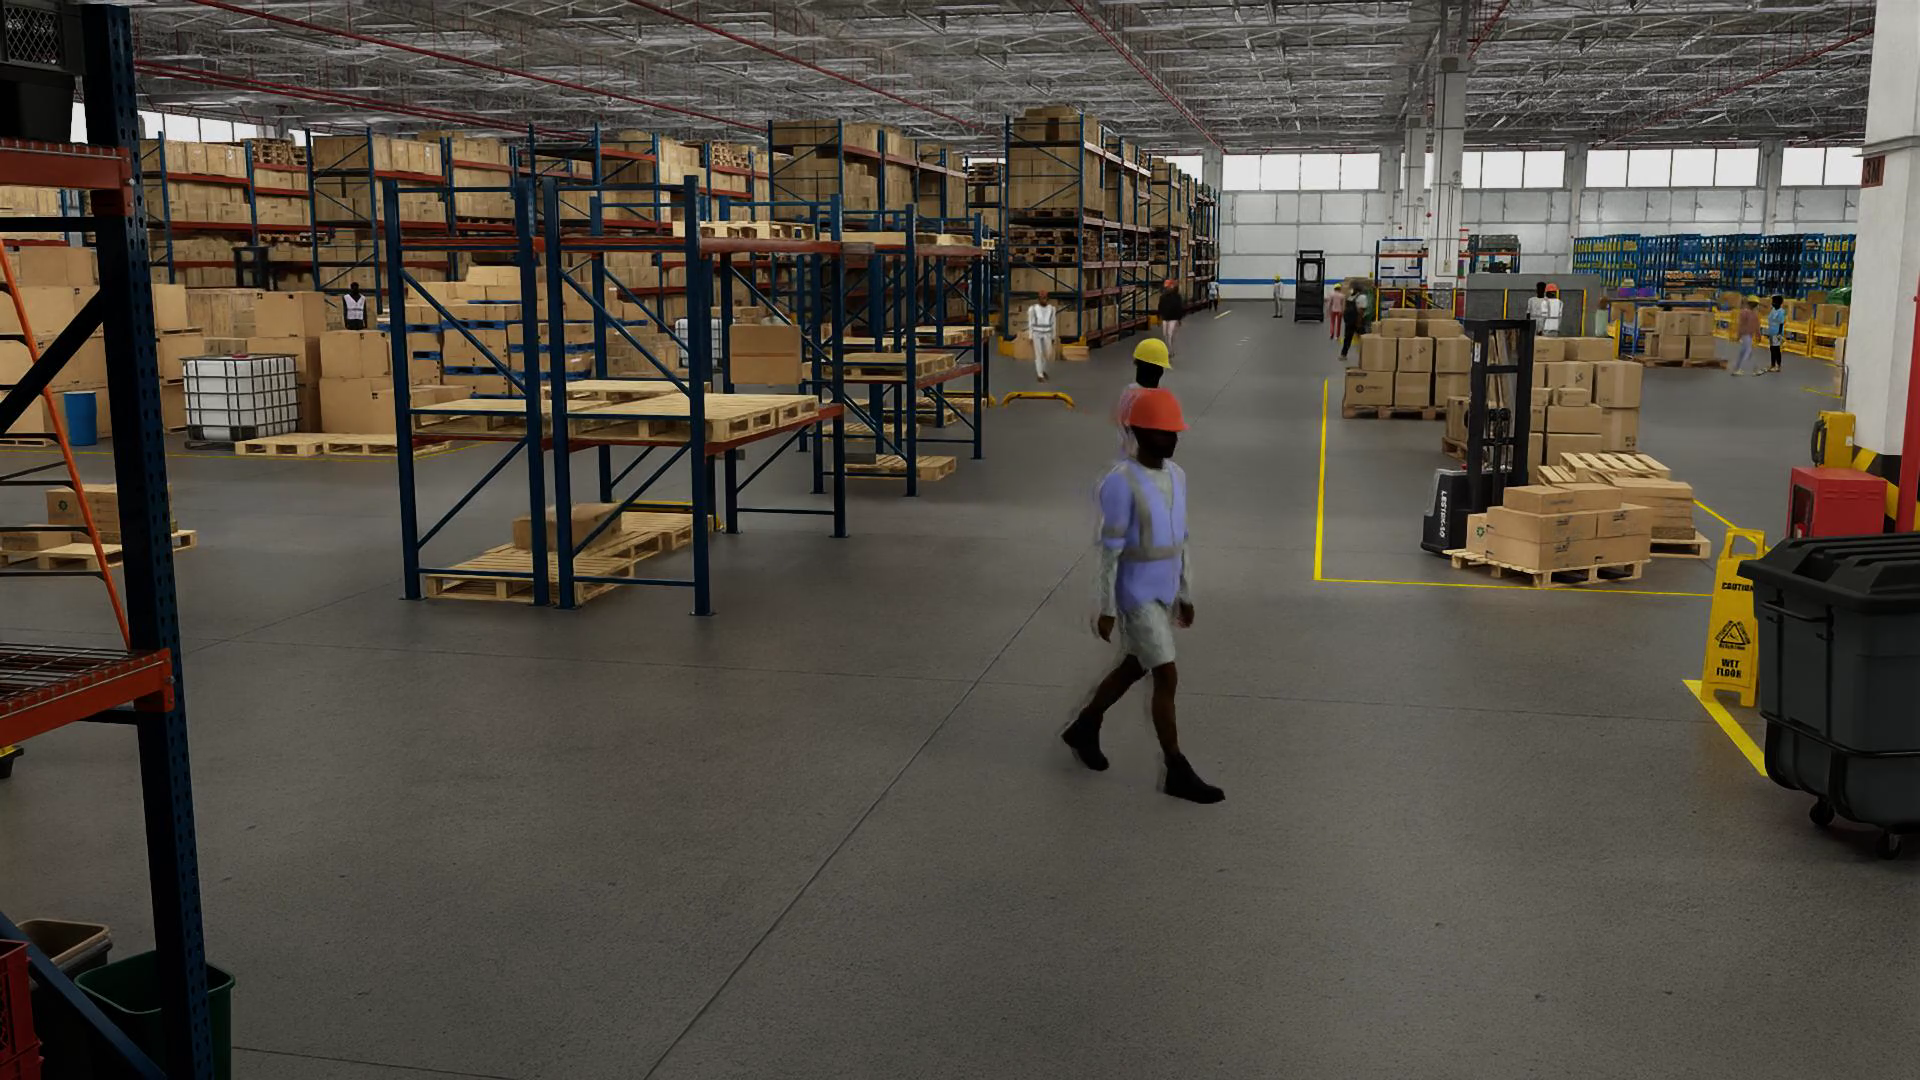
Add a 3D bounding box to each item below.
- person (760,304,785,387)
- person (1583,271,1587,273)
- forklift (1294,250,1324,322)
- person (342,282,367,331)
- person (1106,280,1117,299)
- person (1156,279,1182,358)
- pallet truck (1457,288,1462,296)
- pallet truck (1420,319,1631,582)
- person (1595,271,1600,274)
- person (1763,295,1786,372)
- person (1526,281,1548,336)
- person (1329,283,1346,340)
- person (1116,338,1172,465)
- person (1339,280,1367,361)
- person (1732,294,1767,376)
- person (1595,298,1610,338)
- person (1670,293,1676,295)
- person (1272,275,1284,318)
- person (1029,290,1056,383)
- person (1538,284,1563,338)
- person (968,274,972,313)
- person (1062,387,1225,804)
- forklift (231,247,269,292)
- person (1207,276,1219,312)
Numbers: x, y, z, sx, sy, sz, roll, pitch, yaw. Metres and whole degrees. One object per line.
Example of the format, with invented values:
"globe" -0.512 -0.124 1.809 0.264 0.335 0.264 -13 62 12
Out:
"person" -3.638 -3.800 32.429 0.513 1.614 0.742 -1 10 -4
"person" 29.047 -11.547 77.373 0.621 1.934 0.631 5 11 28
"forklift" 13.778 -10.002 65.433 1.129 2.768 1.873 2 10 12
"person" -15.031 -5.448 41.353 0.590 1.910 0.389 -8 12 -40
"person" 6.476 -10.486 71.092 0.552 1.935 0.374 -4 10 -22
"person" 5.165 -5.515 41.540 0.647 1.968 0.681 8 12 39
"pallet truck" 20.506 -9.785 68.819 0.653 1.274 1.630 2 10 12
"pallet truck" 4.543 -0.757 13.299 0.823 1.965 1.885 -4 10 -22
"person" 33.855 -13.341 88.285 0.391 1.835 0.572 -1 10 -8
"person" 17.942 -4.532 36.575 0.320 1.693 0.536 0 10 3
"person" 13.214 -4.909 37.979 0.606 1.966 0.367 8 12 38
"person" 11.550 -6.985 50.914 0.521 1.747 0.381 3 10 16
"person" 1.310 -0.477 11.881 0.380 1.917 0.586 2 10 13
"person" 9.710 -5.398 40.653 0.937 2.000 0.688 -5 11 -29
"person" 16.726 -4.304 35.077 0.551 1.721 0.870 -7 12 -35
"person" 14.636 -4.753 38.138 0.509 1.609 0.746 -9 13 -42
"person" 34.616 -12.030 80.564 0.403 1.824 0.602 -4 11 -25
"person" 13.421 -10.290 70.279 0.406 1.822 0.600 -5 11 -25
"person" 1.653 -4.081 33.364 0.570 1.865 0.445 -2 10 -9
"person" 13.036 -4.694 36.799 0.551 1.933 0.373 -4 10 -21
"person" 0.589 -11.356 76.536 0.592 1.837 0.404 -2 10 -13
"person" 0.830 0.224 7.794 0.962 1.903 0.555 8 13 40
"forklift" -19.933 -6.864 46.850 1.129 2.768 1.873 2 10 12
"person" 11.900 -11.574 78.256 0.533 1.692 0.319 1 10 3
